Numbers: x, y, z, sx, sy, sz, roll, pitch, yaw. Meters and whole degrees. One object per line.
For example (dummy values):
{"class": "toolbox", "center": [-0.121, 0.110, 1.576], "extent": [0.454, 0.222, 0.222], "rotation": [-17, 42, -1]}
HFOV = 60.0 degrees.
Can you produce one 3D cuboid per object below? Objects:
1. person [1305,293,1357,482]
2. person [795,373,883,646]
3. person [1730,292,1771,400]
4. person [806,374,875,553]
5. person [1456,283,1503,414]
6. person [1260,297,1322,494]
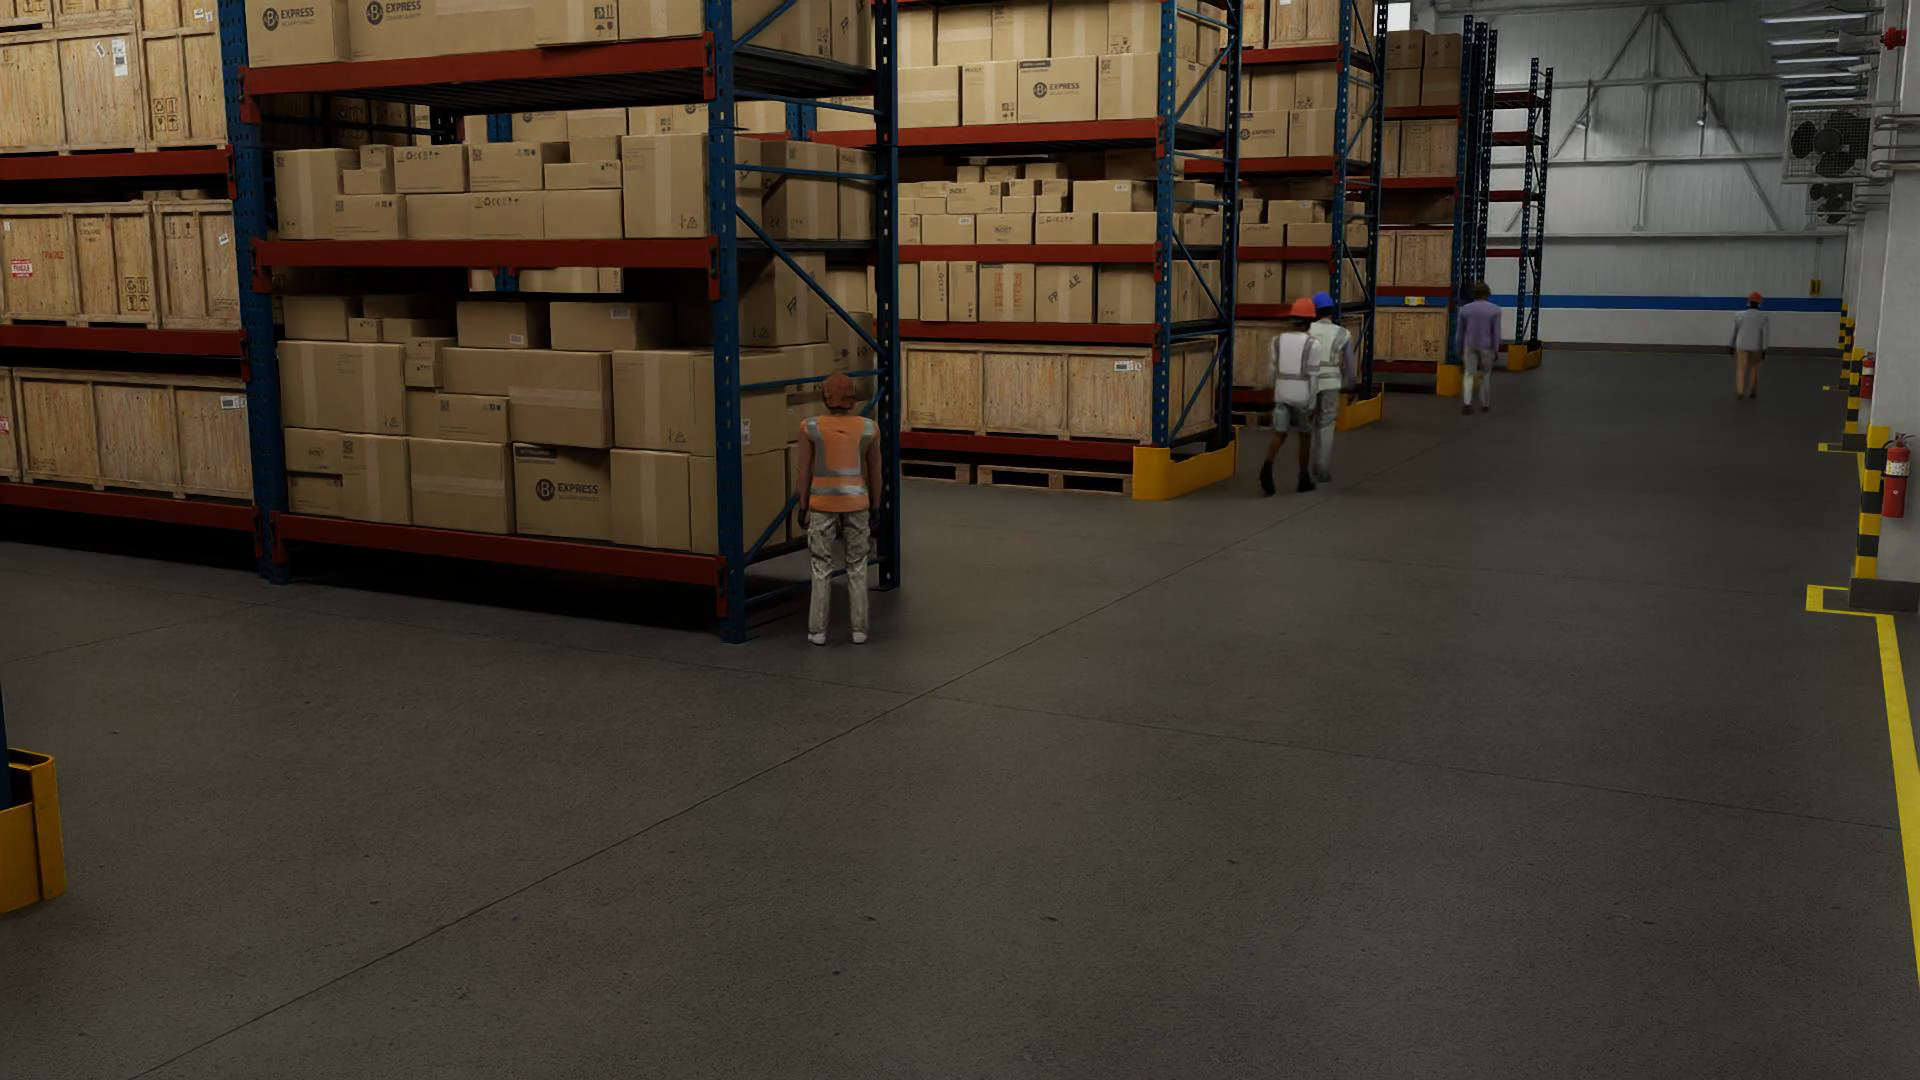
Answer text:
{"class": "person", "center": [3.731, -1.568, 17.089], "extent": [0.668, 1.910, 0.774], "rotation": [4, 11, 21]}
{"class": "person", "center": [-0.713, -0.177, 9.890], "extent": [0.522, 1.631, 0.314], "rotation": [-2, 10, -13]}
{"class": "person", "center": [12.592, -3.091, 26.537], "extent": [0.566, 1.713, 0.885], "rotation": [5, 11, 28]}
{"class": "person", "center": [-0.963, -0.809, 13.018], "extent": [0.732, 1.802, 0.612], "rotation": [9, 13, 43]}
{"class": "person", "center": [7.514, -2.756, 24.130], "extent": [0.645, 1.921, 0.892], "rotation": [5, 11, 27]}
{"class": "person", "center": [3.197, -1.376, 16.033], "extent": [0.560, 1.913, 0.821], "rotation": [7, 12, 36]}
